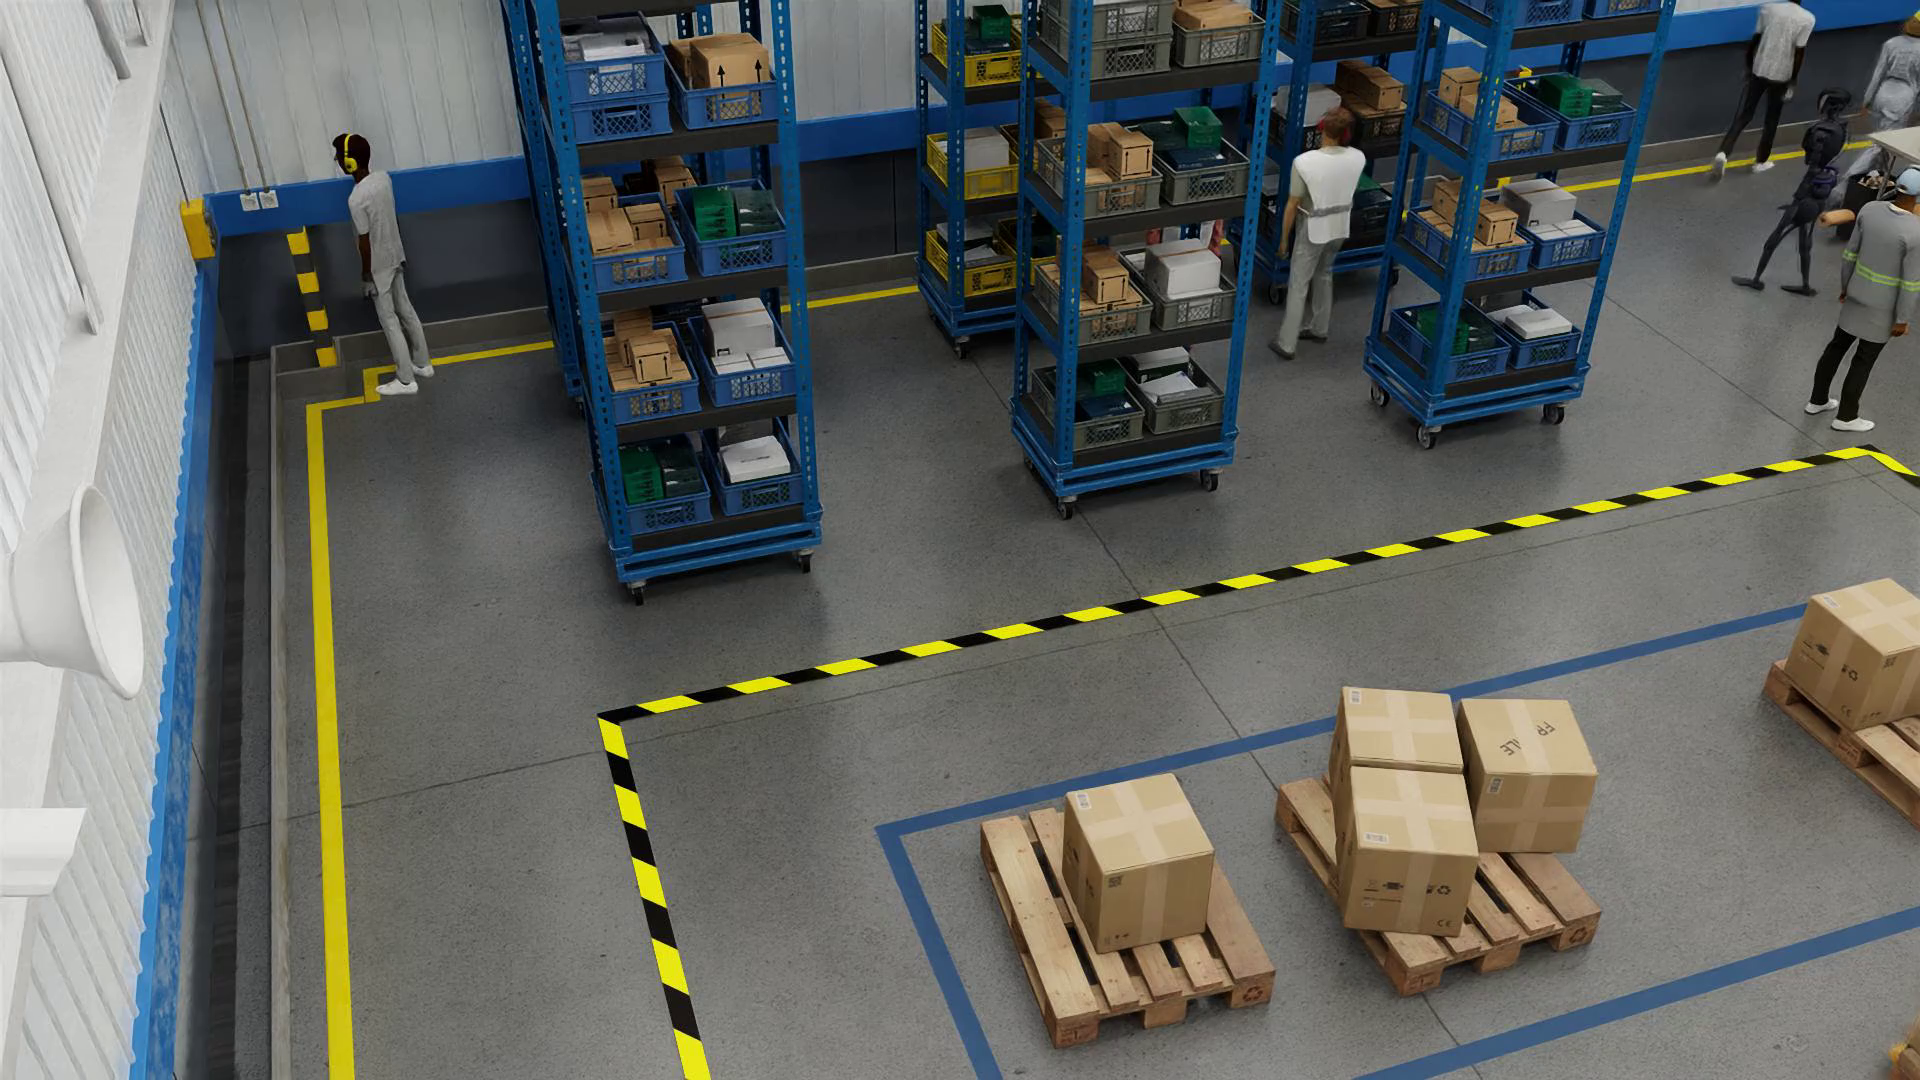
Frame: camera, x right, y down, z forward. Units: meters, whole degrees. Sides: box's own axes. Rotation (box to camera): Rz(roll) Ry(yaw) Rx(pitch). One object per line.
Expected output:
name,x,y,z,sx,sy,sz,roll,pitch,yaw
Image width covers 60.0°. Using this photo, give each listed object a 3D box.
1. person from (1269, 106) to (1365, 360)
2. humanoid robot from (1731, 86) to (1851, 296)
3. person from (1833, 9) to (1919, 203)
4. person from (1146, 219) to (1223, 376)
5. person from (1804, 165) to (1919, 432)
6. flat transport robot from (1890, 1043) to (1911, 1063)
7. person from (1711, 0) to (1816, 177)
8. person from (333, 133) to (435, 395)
person,2.538,-2.154,11.764,0.577,1.826,0.444,-16,38,-21
humanoid robot,6.377,-2.635,12.575,0.603,1.638,0.597,22,41,28
person,7.851,-3.686,14.037,0.868,1.695,0.475,-17,39,-22
person,1.536,-1.991,11.448,0.587,1.920,0.396,-12,37,-16
person,6.019,-1.583,10.927,0.371,1.852,0.588,-12,37,-16
flat transport robot,4.484,2.455,6.550,0.652,0.197,1.431,-11,37,-15
person,7.005,-4.021,14.403,0.784,1.851,0.520,-28,44,-34
person,-3.942,-1.877,11.338,0.317,1.860,0.507,5,36,8
